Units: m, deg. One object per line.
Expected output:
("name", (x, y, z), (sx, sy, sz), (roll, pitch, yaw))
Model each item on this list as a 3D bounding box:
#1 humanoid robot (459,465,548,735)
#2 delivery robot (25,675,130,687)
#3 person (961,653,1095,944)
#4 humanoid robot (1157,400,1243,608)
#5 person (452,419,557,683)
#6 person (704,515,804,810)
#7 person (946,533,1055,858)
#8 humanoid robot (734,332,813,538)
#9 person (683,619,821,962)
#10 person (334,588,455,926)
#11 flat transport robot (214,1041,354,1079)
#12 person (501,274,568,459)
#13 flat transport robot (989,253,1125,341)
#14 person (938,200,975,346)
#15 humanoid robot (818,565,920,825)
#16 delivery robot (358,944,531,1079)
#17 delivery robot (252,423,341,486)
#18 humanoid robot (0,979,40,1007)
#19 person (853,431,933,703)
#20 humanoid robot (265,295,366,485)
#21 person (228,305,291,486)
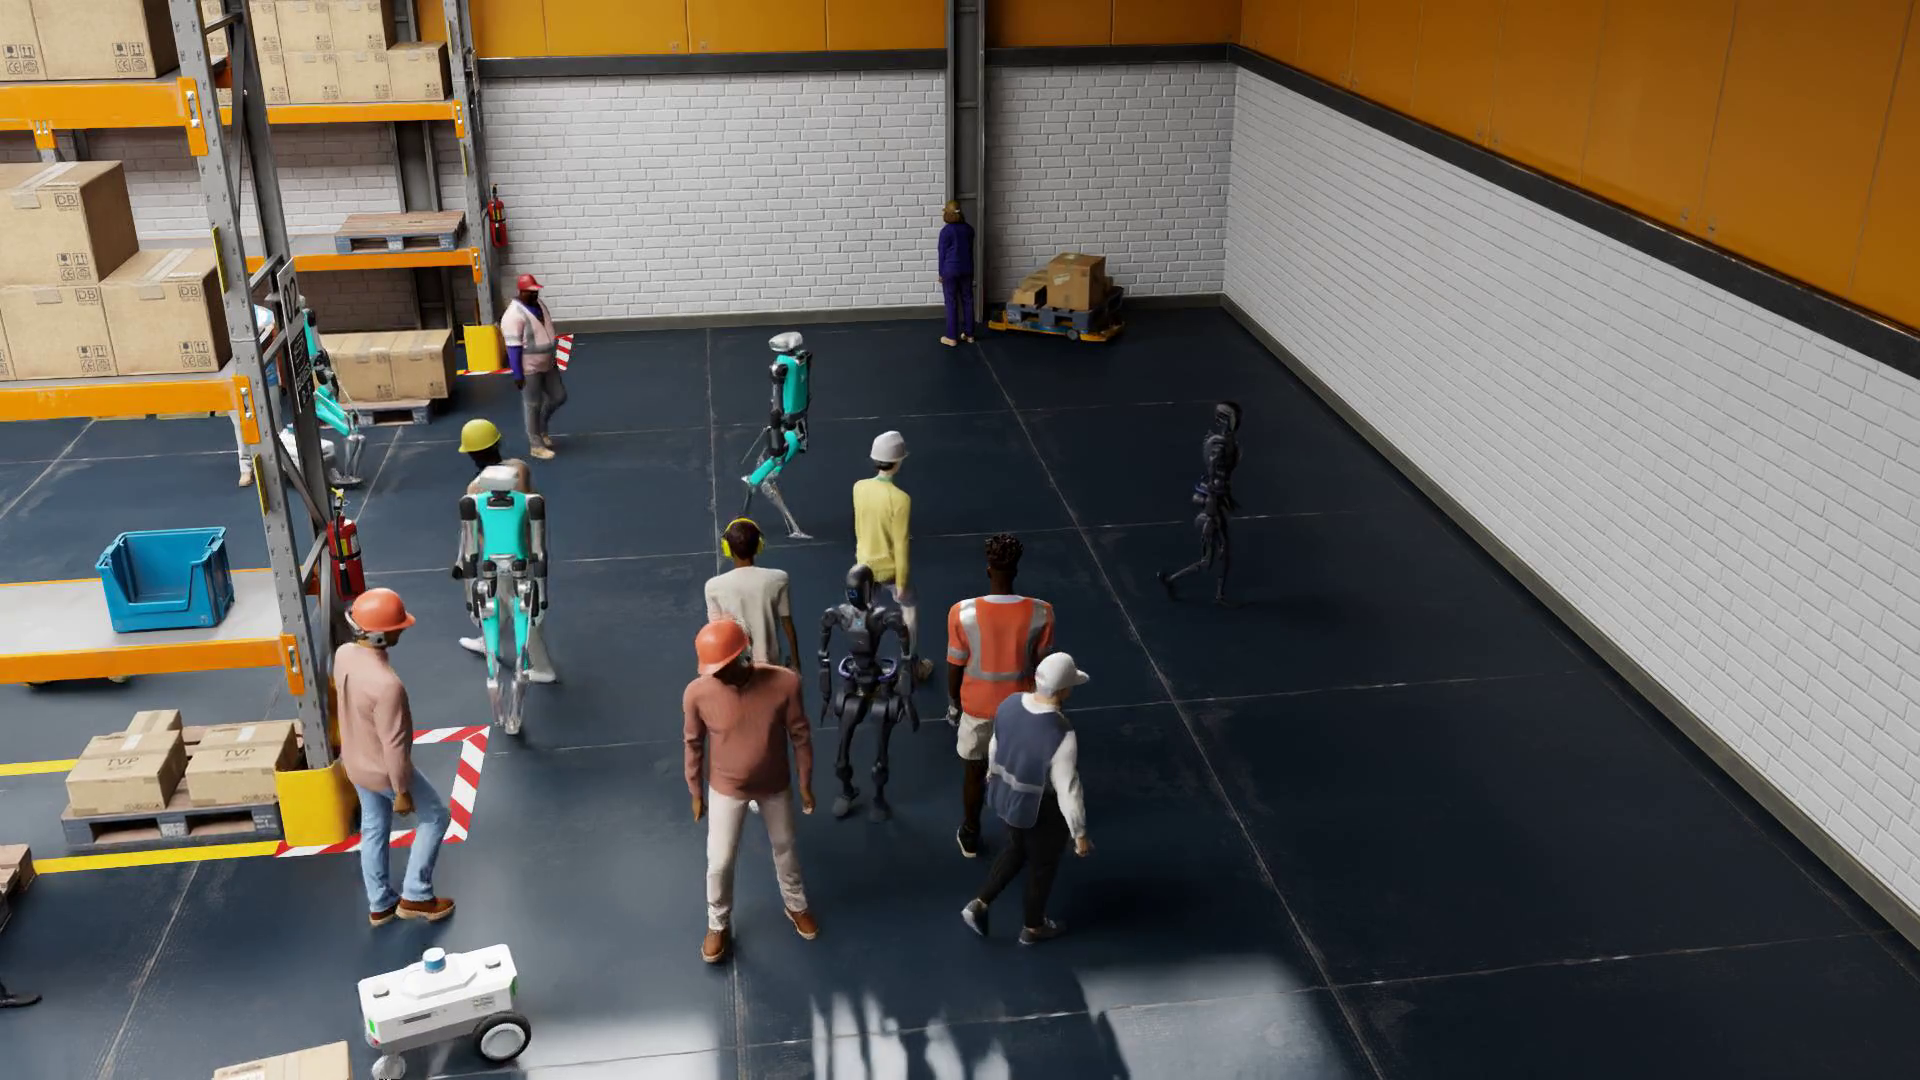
("humanoid robot", (-2.866, 0.473, 10.495), (0.552, 1.767, 0.824), (-3, 24, -6))
("delivery robot", (-6.094, 0.691, 11.481), (0.784, 0.607, 0.499), (0, 24, 1))
("person", (0.353, 1.353, 8.492), (0.599, 1.730, 0.774), (-16, 28, -31))
("humanoid robot", (1.828, -0.279, 12.309), (0.621, 1.637, 0.614), (10, 25, 21))
("person", (-3.177, 0.074, 11.240), (0.923, 1.874, 0.579), (7, 25, 15))
("person", (-1.186, 0.766, 9.670), (0.563, 1.856, 0.493), (-4, 24, -9))
("person", (0.219, 0.886, 9.289), (0.605, 1.956, 0.379), (-3, 24, -7))
("humanoid robot", (-1.612, -0.825, 13.551), (0.854, 1.831, 0.553), (9, 25, 20))
("person", (-1.079, 1.252, 8.465), (0.678, 1.949, 0.501), (-6, 24, -14))
("person", (-2.964, 1.143, 8.683), (0.656, 1.970, 0.531), (20, 30, 38))
("flat transport robot", (-2.845, 2.940, 6.698), (1.431, 0.231, 0.659), (13, 27, 27))
("person", (-3.867, -1.583, 15.171), (0.434, 1.739, 0.643), (11, 26, 23))
("flat transport robot", (1.112, -2.521, 19.139), (1.431, 0.231, 0.659), (10, 26, 22))
("person", (-0.058, -2.983, 18.524), (0.442, 1.614, 0.386), (-13, 27, -27))
("humanoid robot", (-0.524, 0.897, 9.606), (0.609, 1.649, 0.311), (4, 24, 9))
("delivery robot", (-2.481, 2.219, 7.966), (0.769, 0.580, 0.499), (-10, 26, -22))
("delivery robot", (-5.861, -0.748, 14.727), (0.757, 0.580, 0.499), (15, 28, 30))
("humanoid robot", (-4.960, 1.656, 7.922), (0.720, 1.625, 0.589), (-12, 26, -25))
("person", (-0.464, 0.150, 11.085), (0.482, 1.860, 0.797), (12, 27, 26))
("humanoid robot", (-5.447, -1.223, 14.393), (0.826, 1.803, 0.550), (8, 25, 19))
("person", (-6.217, -1.375, 14.574), (0.636, 1.841, 0.429), (-7, 25, -16))
